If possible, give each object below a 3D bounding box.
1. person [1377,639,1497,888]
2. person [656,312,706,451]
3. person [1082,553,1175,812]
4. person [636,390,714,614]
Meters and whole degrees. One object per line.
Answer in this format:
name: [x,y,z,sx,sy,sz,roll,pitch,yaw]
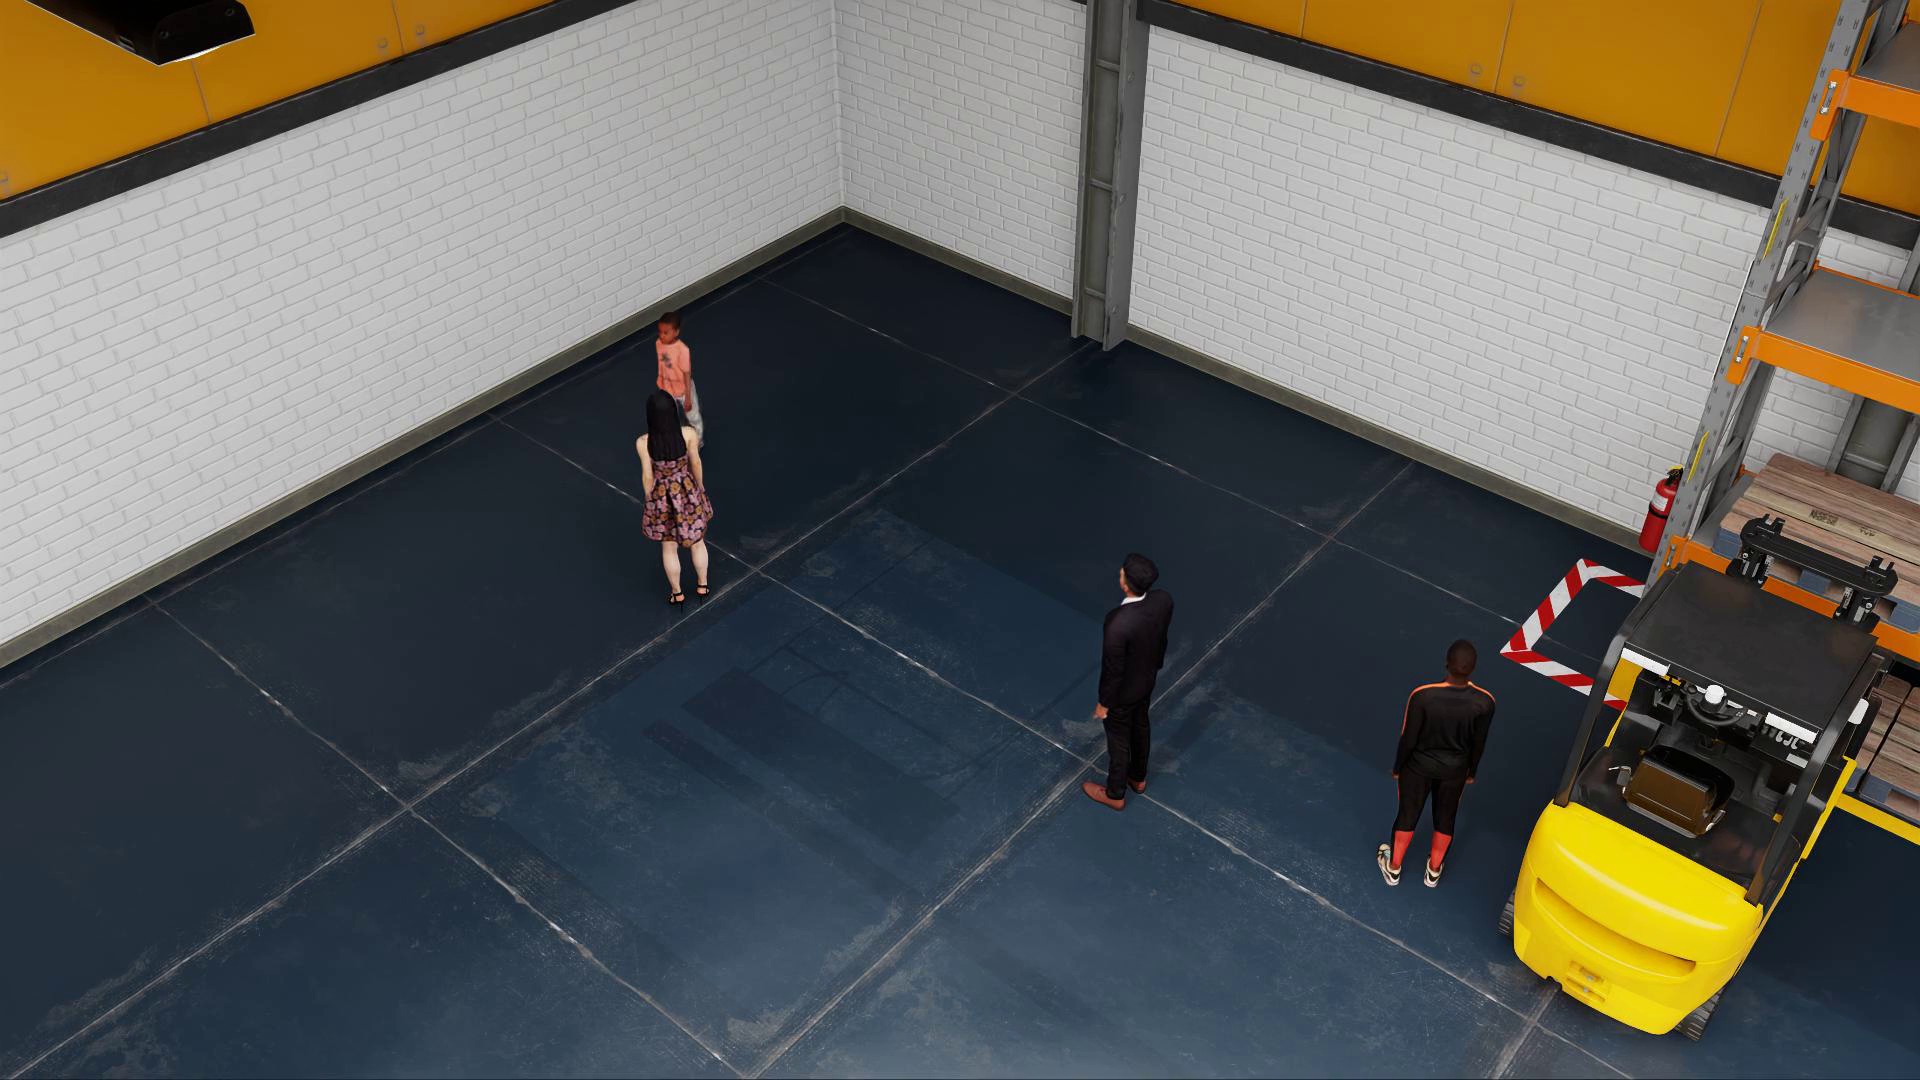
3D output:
person: [2.663,1.258,9.297,0.652,1.810,0.760,5,39,6]
person: [-2.133,-1.207,12.800,0.744,1.291,0.634,21,43,24]
person: [0.999,0.835,9.767,0.556,1.884,0.702,30,48,32]
person: [-1.923,-0.263,11.230,0.785,1.775,0.818,-15,41,-17]
